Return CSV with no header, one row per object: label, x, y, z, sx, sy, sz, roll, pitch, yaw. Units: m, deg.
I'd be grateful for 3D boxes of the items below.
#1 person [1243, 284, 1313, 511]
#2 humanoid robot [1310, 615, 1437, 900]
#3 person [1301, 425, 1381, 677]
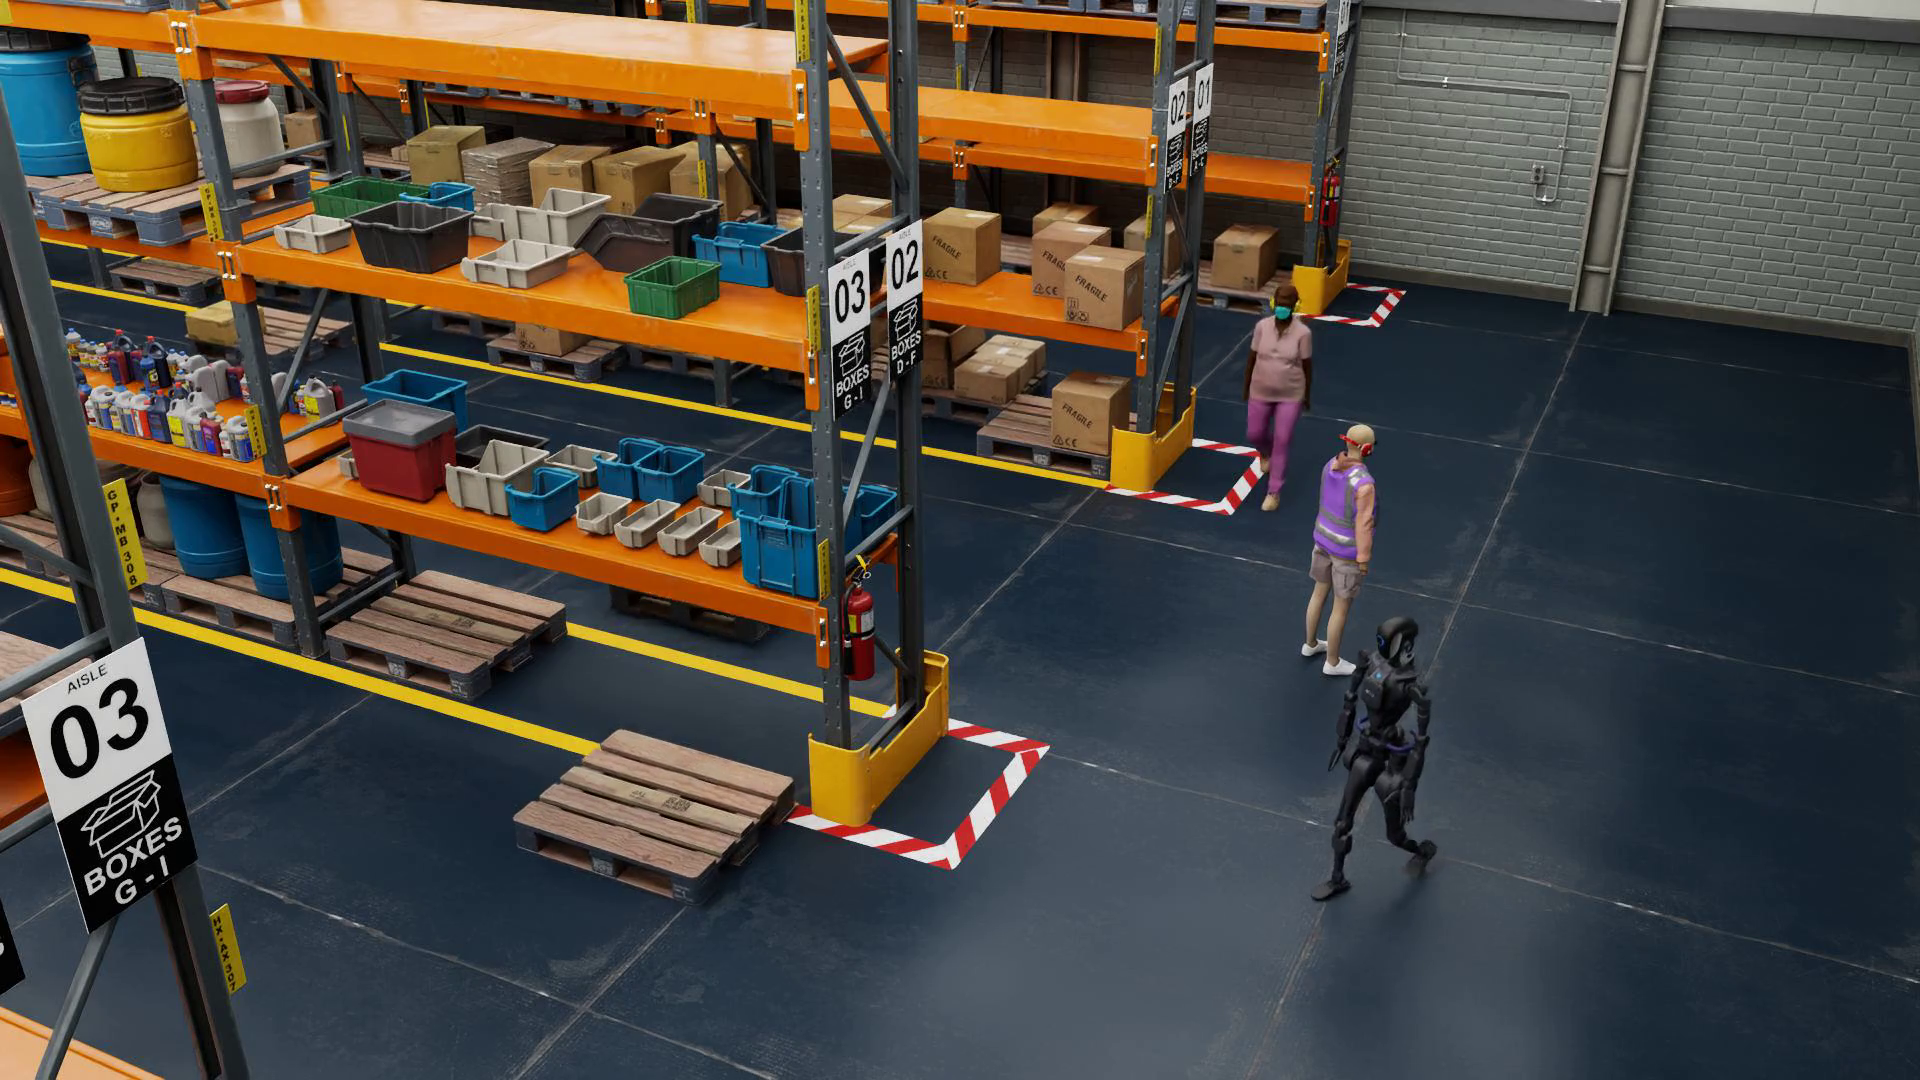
person,2.489,-1.158,12.938,0.525,1.787,0.626,12,29,22
humanoid robot,2.202,1.113,8.518,0.737,1.654,0.600,-15,30,-28
person,2.433,0.059,10.588,0.352,1.688,0.489,-11,28,-21
